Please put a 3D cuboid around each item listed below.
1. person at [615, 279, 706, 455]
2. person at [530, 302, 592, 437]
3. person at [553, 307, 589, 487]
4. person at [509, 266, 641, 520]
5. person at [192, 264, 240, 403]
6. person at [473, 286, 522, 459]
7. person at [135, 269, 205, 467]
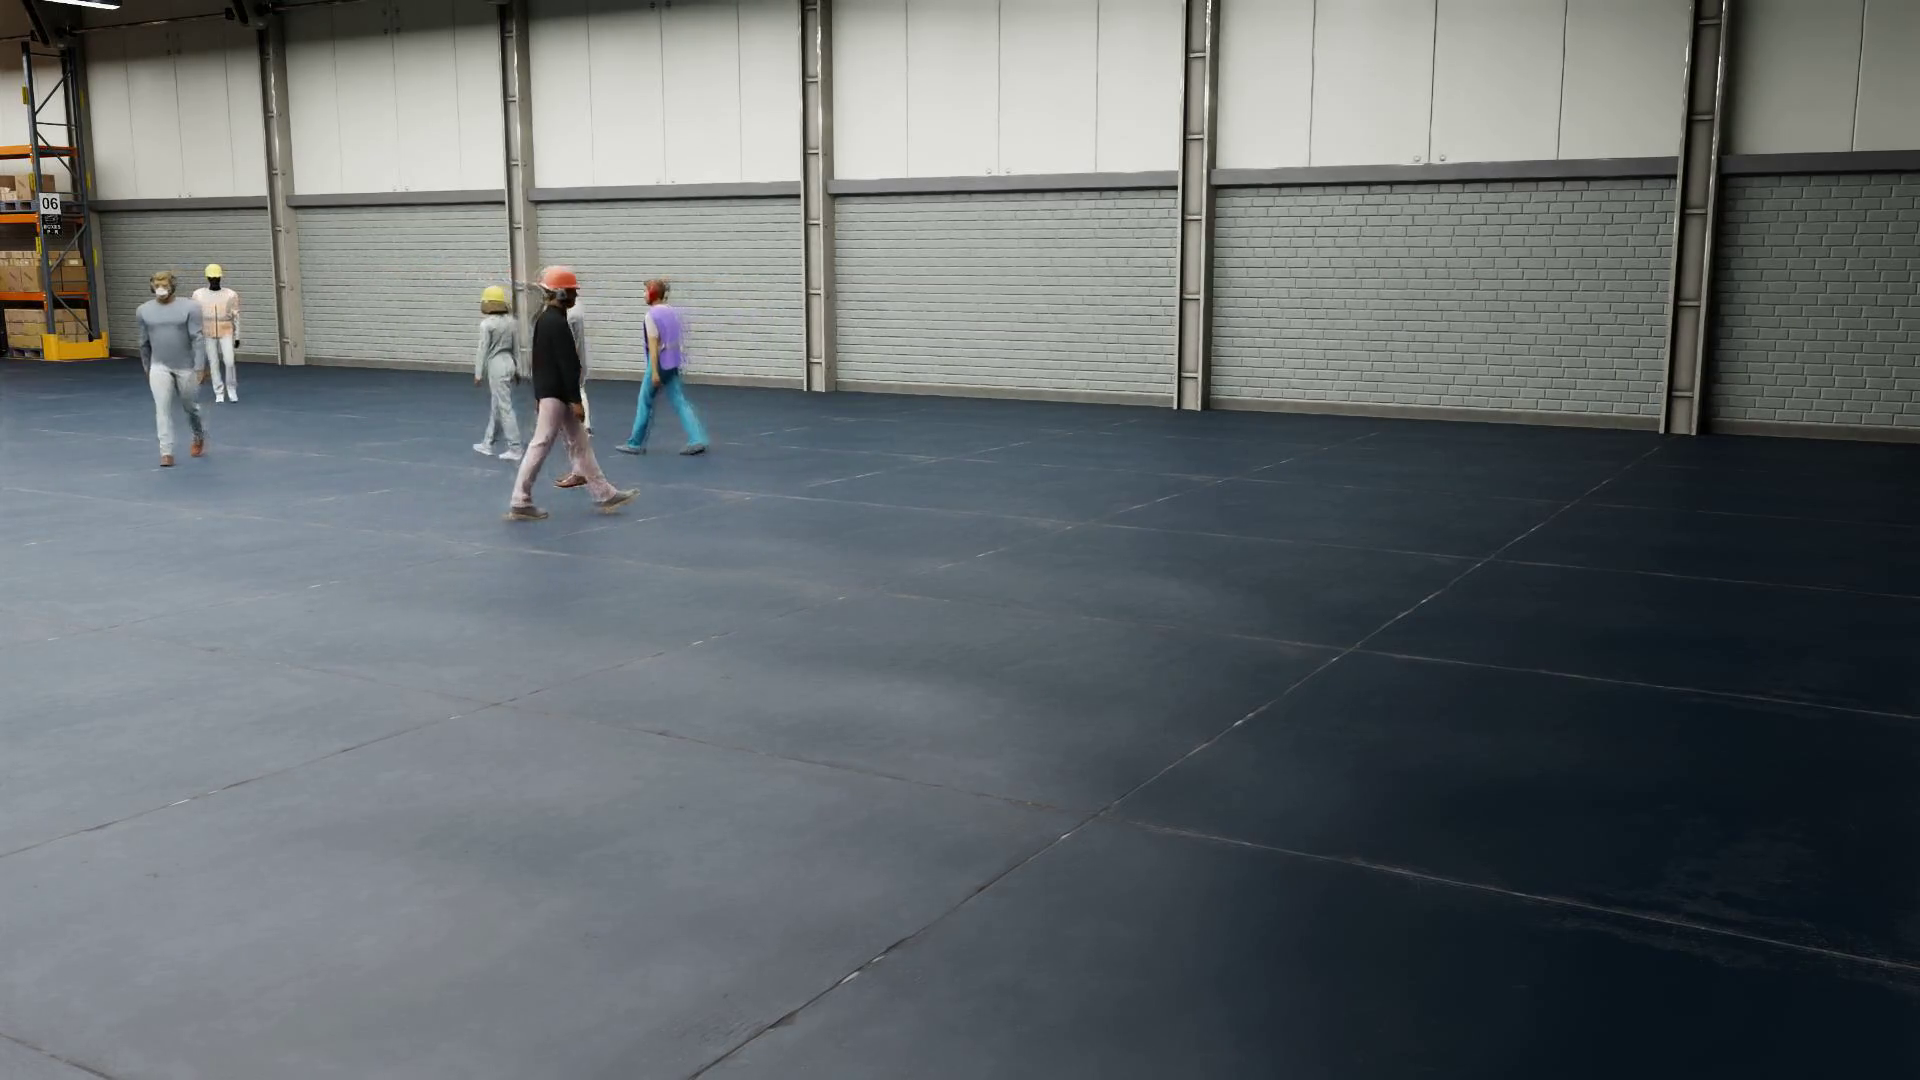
[{"bbox_3d":[-3.033,-1.747,16.881,0.994,1.799,0.579,3,10,19],"label":"person"},{"bbox_3d":[-4.470,-2.068,18.695,0.965,1.817,0.520,9,13,42],"label":"person"},{"bbox_3d":[-3.440,-1.390,14.598,0.331,1.865,0.519,-1,10,-6],"label":"person"},{"bbox_3d":[-3.018,-1.121,12.782,1.044,1.938,0.646,-3,10,-19],"label":"person"},{"bbox_3d":[-10.218,-2.833,22.885,0.587,1.908,0.649,-4,10,-21],"label":"person"},{"bbox_3d":[-4.702,-1.668,16.631,0.798,1.709,0.508,4,10,22],"label":"person"},{"bbox_3d":[-7.717,-1.705,16.338,0.632,1.912,0.946,-2,10,-13],"label":"person"}]
